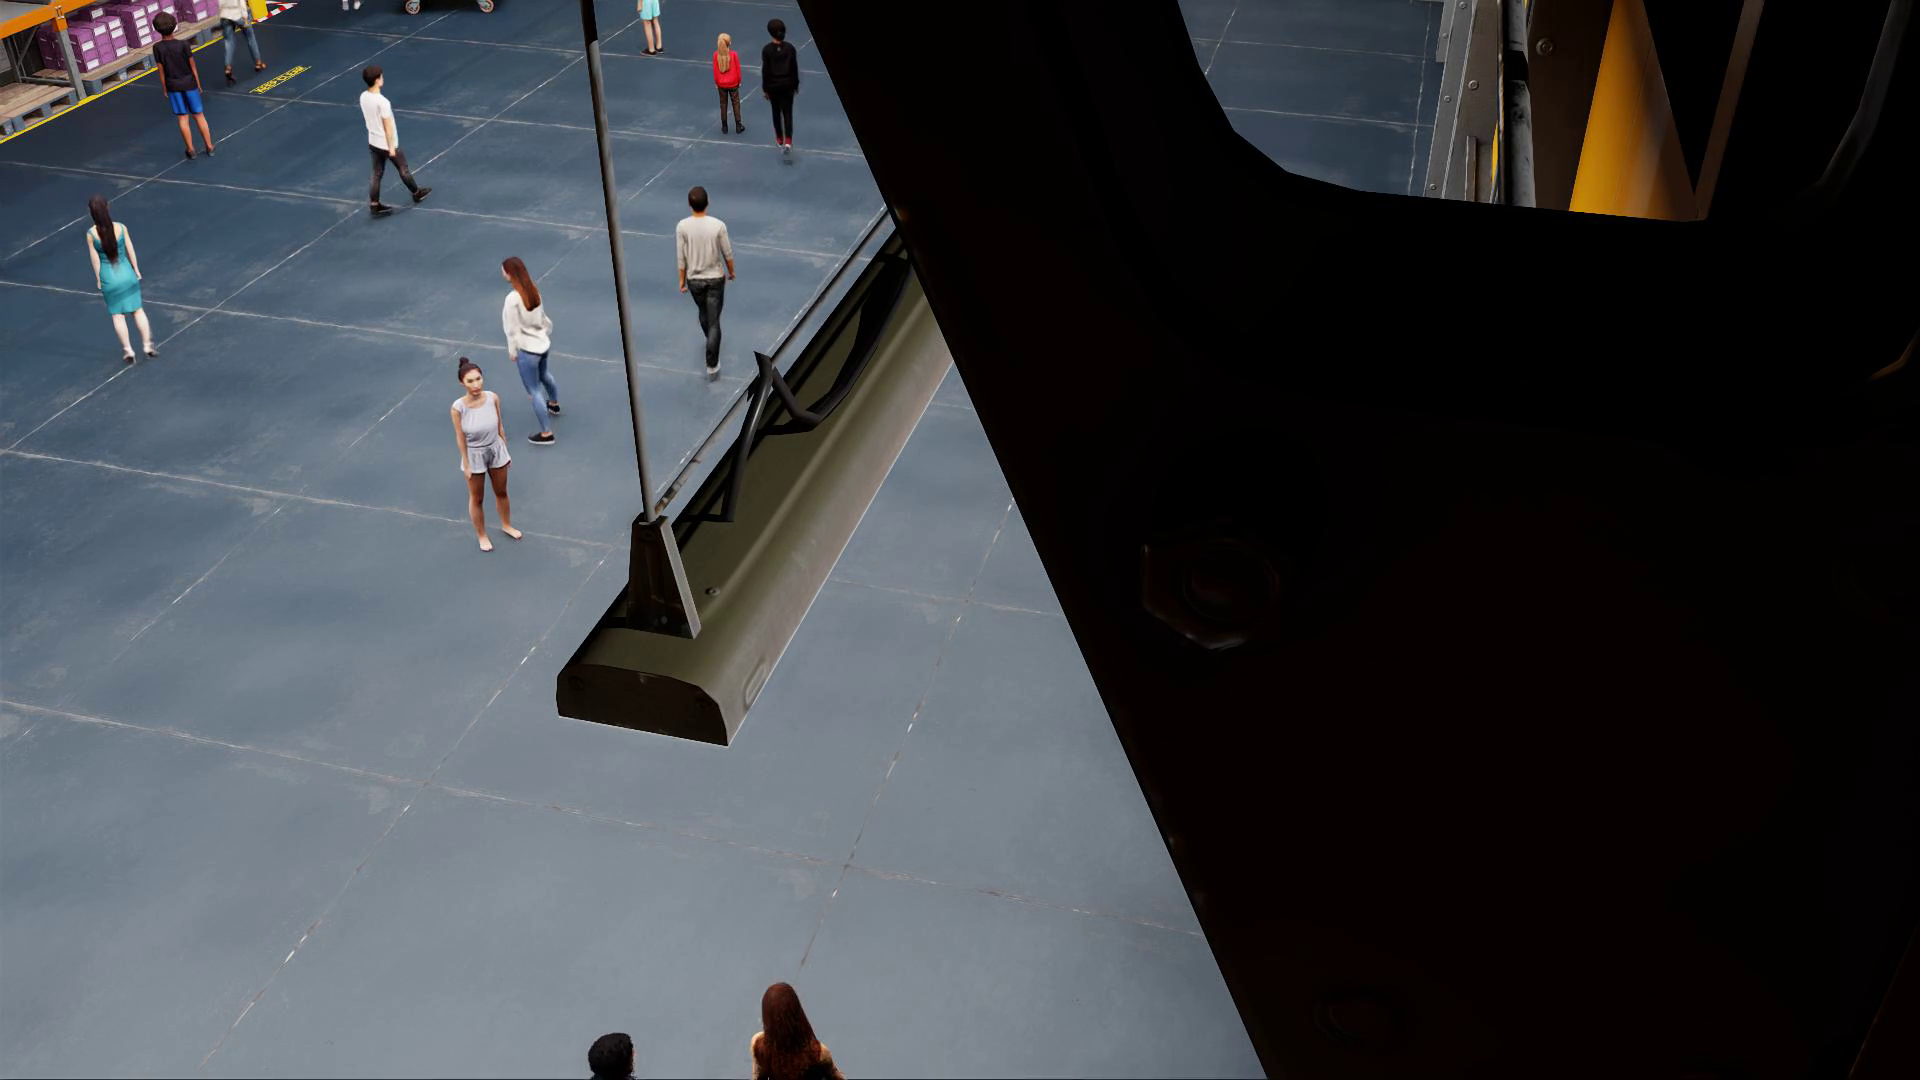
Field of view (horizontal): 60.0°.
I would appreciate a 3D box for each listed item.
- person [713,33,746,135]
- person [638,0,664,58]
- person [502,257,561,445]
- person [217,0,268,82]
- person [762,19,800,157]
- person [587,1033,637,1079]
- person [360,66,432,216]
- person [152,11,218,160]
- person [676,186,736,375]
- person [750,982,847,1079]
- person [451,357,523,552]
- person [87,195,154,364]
[{"bbox_3d":[-2.998,-5.900,21.468,0.548,1.281,0.557,0,34,-1],"label":"person"},{"bbox_3d":[-4.529,-7.819,24.106,0.666,1.558,0.552,19,38,26],"label":"person"},{"bbox_3d":[-3.804,-1.723,14.845,0.899,1.658,0.651,10,35,14],"label":"person"},{"bbox_3d":[-10.143,-7.214,23.117,0.698,1.644,1.088,4,34,6],"label":"person"},{"bbox_3d":[-2.211,-5.605,20.693,0.910,1.649,1.139,-6,34,-9],"label":"person"},{"bbox_3d":[-1.663,2.914,8.261,0.660,1.224,0.600,-14,36,-20],"label":"person"},{"bbox_3d":[-6.683,-4.545,19.073,0.895,1.678,1.157,22,39,29],"label":"person"},{"bbox_3d":[-9.638,-5.626,20.589,0.695,1.799,0.743,-14,36,-20],"label":"person"},{"bbox_3d":[-2.411,-2.425,15.809,0.874,1.759,1.241,0,34,0],"label":"person"},{"bbox_3d":[-0.820,2.864,7.931,0.738,1.672,1.218,16,37,22],"label":"person"},{"bbox_3d":[-3.824,-0.690,13.339,0.647,1.604,0.727,-26,42,-33],"label":"person"},{"bbox_3d":[-8.094,-2.505,15.993,0.568,1.689,0.675,-27,42,-35],"label":"person"}]
